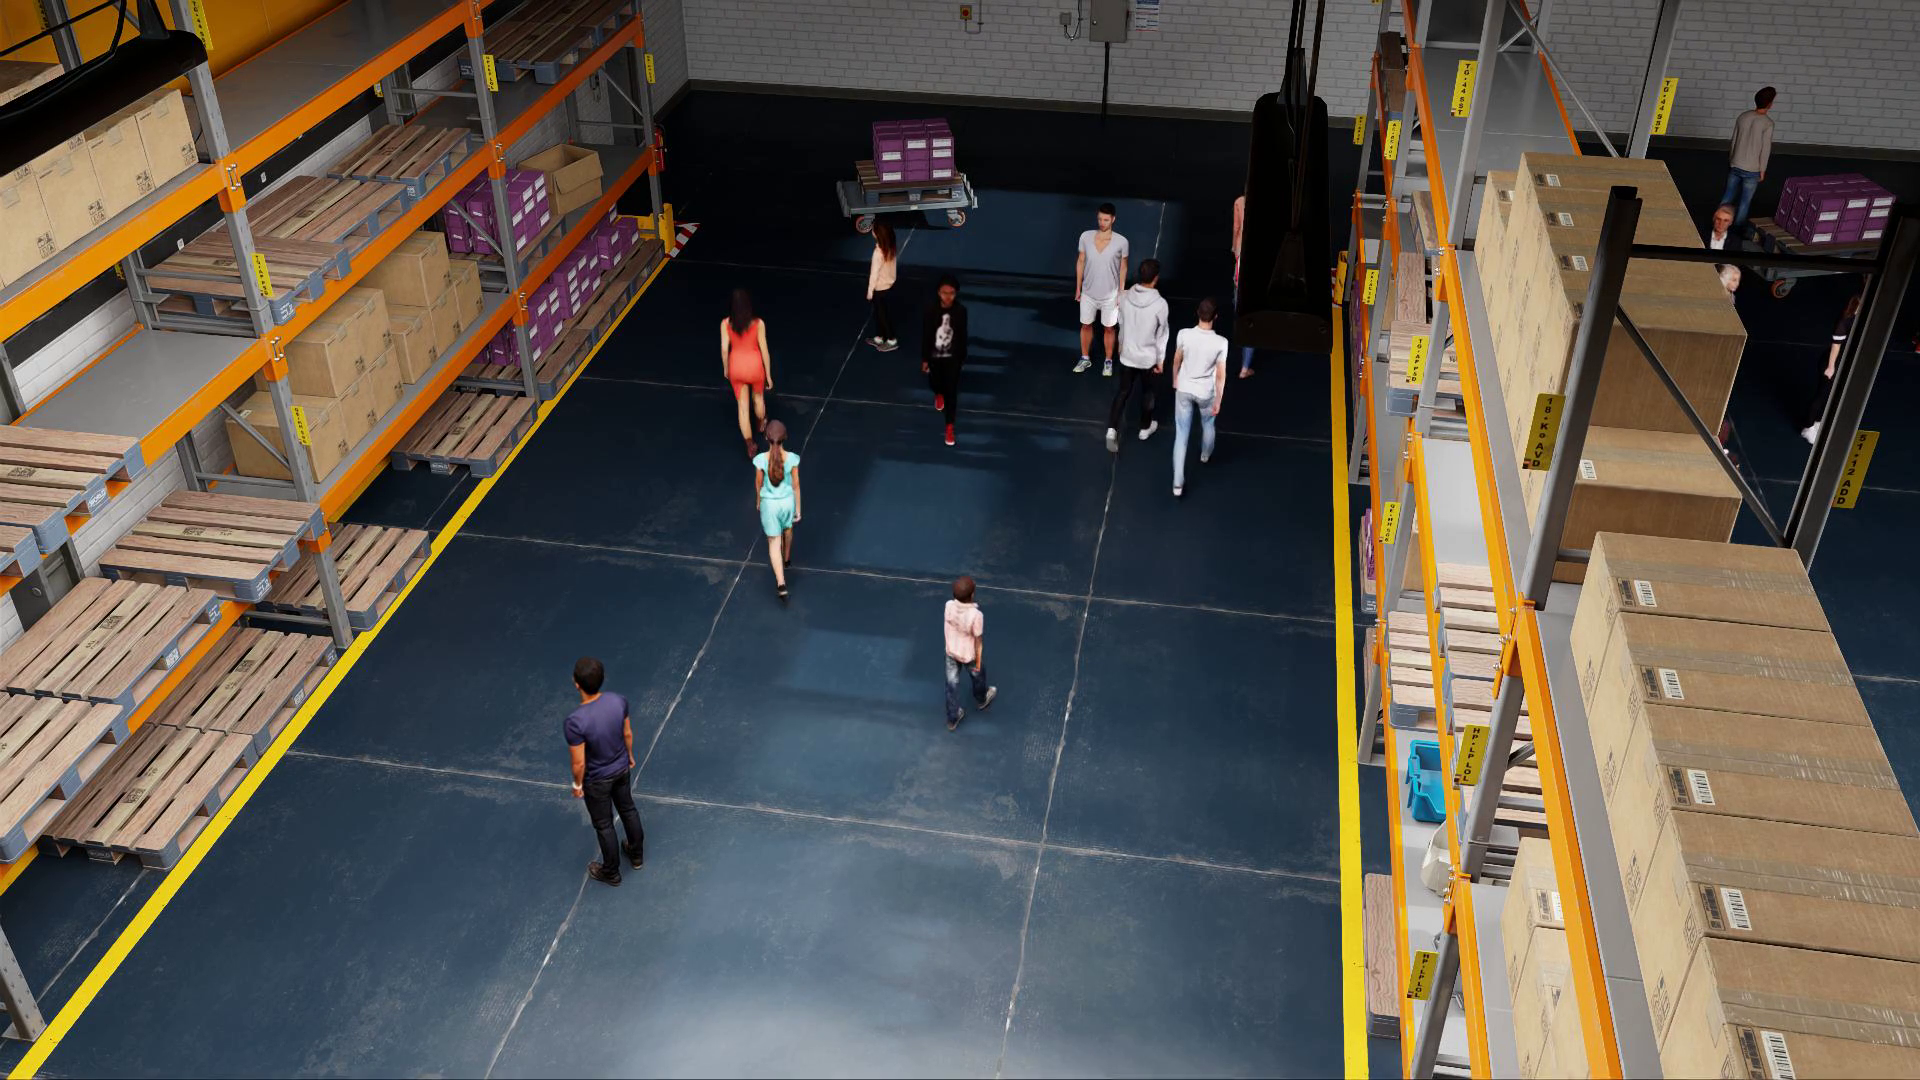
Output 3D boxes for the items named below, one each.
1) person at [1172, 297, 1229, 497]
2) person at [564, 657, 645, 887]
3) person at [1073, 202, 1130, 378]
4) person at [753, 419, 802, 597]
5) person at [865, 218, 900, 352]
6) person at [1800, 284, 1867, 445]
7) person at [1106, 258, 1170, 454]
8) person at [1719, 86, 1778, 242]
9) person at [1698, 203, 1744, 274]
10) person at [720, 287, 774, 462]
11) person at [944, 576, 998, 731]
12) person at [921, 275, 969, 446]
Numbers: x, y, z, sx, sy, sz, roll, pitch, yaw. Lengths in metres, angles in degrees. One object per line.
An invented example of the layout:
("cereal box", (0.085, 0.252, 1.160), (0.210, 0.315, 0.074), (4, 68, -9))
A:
("person", (2.106, -1.258, 15.011), (0.747, 1.796, 1.267), (9, 35, 14))
("person", (-2.314, 1.505, 10.856), (0.773, 1.793, 0.649), (25, 41, 33))
("person", (1.436, -2.559, 16.922), (0.702, 1.847, 0.608), (10, 35, 14))
("person", (-1.500, -0.246, 13.728), (0.818, 1.530, 1.106), (-8, 34, -11))
("person", (-0.789, -2.667, 17.419), (0.702, 1.477, 0.609), (9, 35, 14))
("person", (8.369, -1.695, 15.811), (0.714, 1.638, 0.767), (-20, 38, -27))
("person", (1.645, -1.698, 15.571), (0.920, 1.909, 1.218), (17, 37, 24))
("person", (9.296, -4.418, 19.665), (0.805, 1.905, 0.739), (-20, 39, -27))
("person", (7.650, -2.600, 17.015), (0.732, 1.812, 0.694), (15, 36, 21))
("person", (-1.988, -1.509, 15.481), (0.767, 1.694, 1.024), (-2, 34, -3))
("person", (-0.012, 0.857, 12.289), (0.634, 1.287, 0.823), (15, 36, 21))
("person", (-0.160, -1.783, 15.934), (0.678, 1.649, 1.043), (1, 34, 1))
